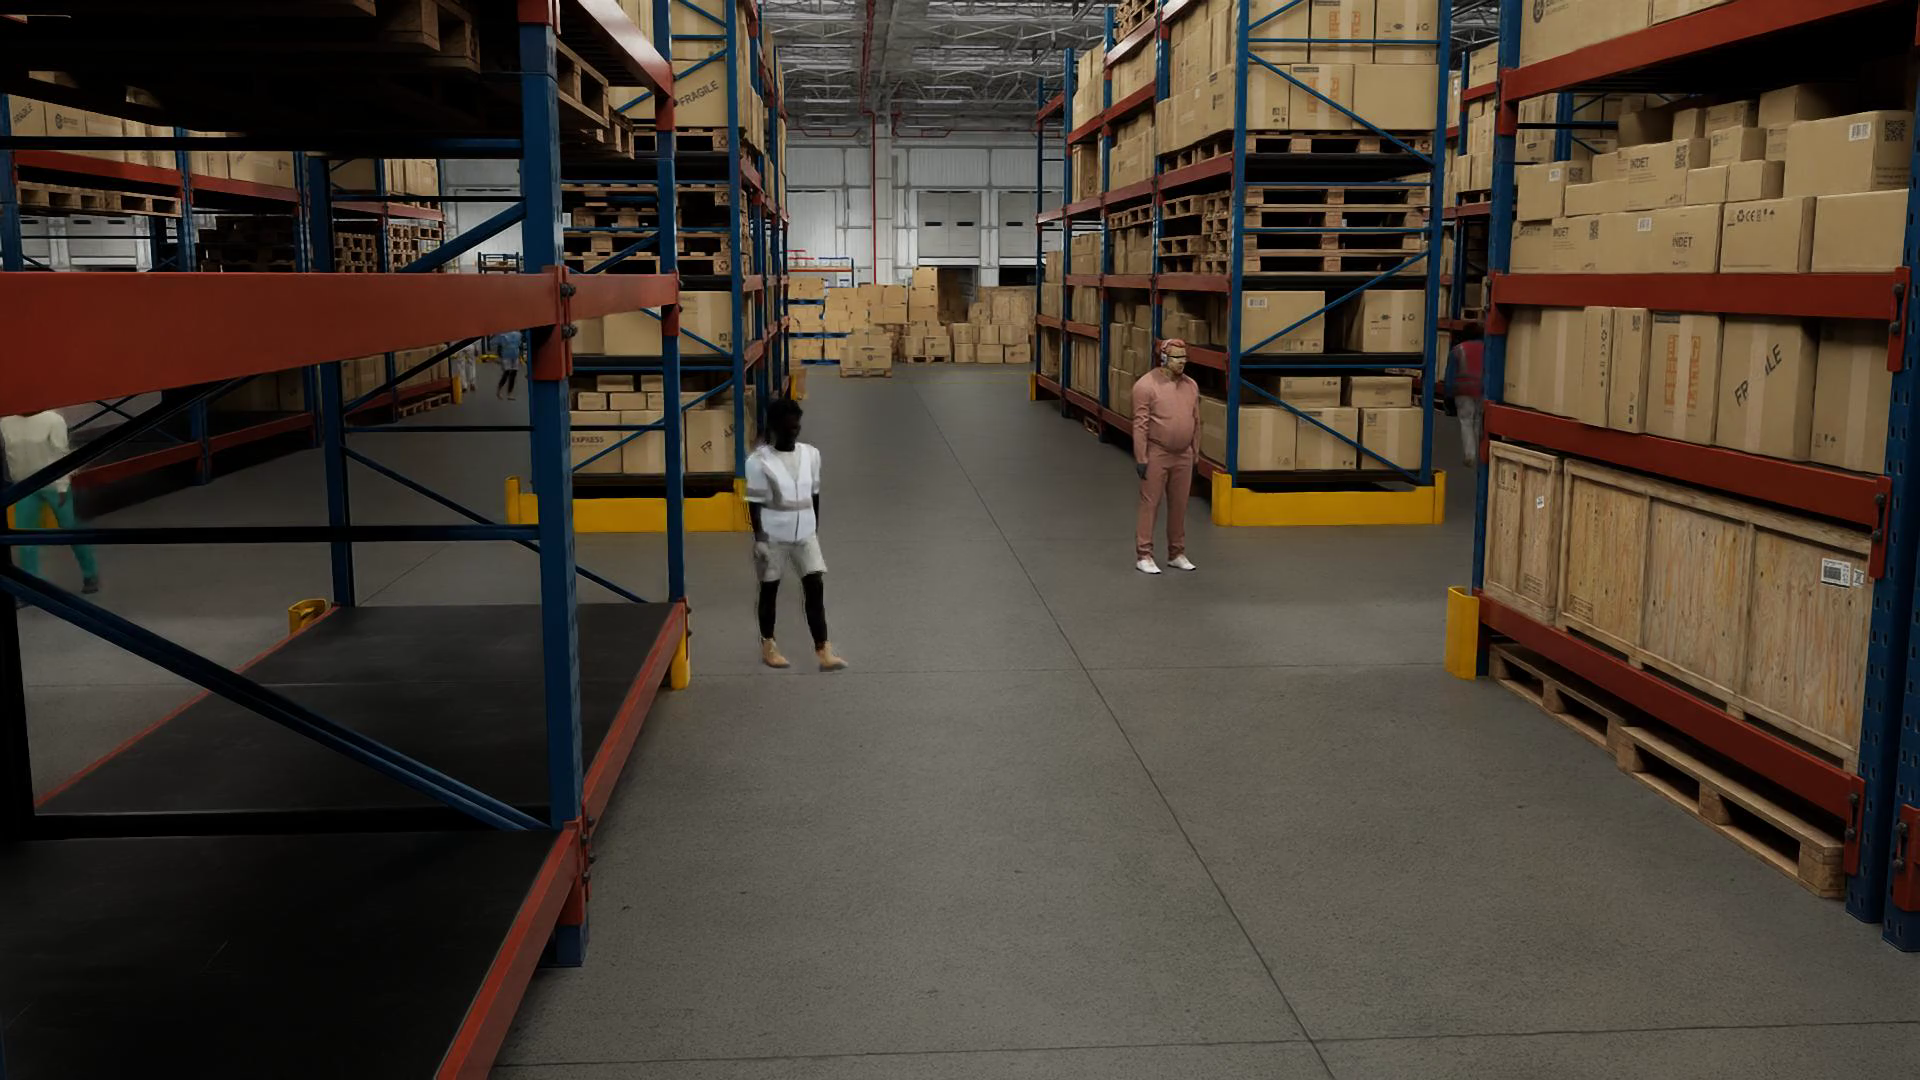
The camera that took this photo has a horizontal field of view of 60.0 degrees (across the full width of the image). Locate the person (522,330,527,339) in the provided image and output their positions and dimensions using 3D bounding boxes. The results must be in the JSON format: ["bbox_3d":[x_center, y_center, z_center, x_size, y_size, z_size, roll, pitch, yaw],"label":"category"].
[{"bbox_3d":[-16.567,-8.418,62.733,0.511,1.671,0.551,-3,10,-19],"label":"person"}]

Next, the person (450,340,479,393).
[{"bbox_3d":[-10.178,-3.941,34.126,0.584,1.840,0.963,-3,10,-19],"label":"person"}]

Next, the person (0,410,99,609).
[{"bbox_3d":[-6.730,-0.400,12.267,0.547,1.719,0.837,0,9,1],"label":"person"}]

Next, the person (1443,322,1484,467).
[{"bbox_3d":[6.434,-1.850,21.087,0.647,1.807,0.896,0,9,-1],"label":"person"}]

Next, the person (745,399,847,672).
[{"bbox_3d":[-0.992,-0.005,9.953,0.545,1.659,0.795,-6,11,-34],"label":"person"}]

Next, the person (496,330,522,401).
[{"bbox_3d":[-8.644,-3.510,31.923,0.365,1.667,0.566,8,12,40],"label":"person"}]

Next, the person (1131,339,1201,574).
[{"bbox_3d":[1.695,-0.676,13.468,0.647,1.900,0.401,-5,10,-28],"label":"person"}]
